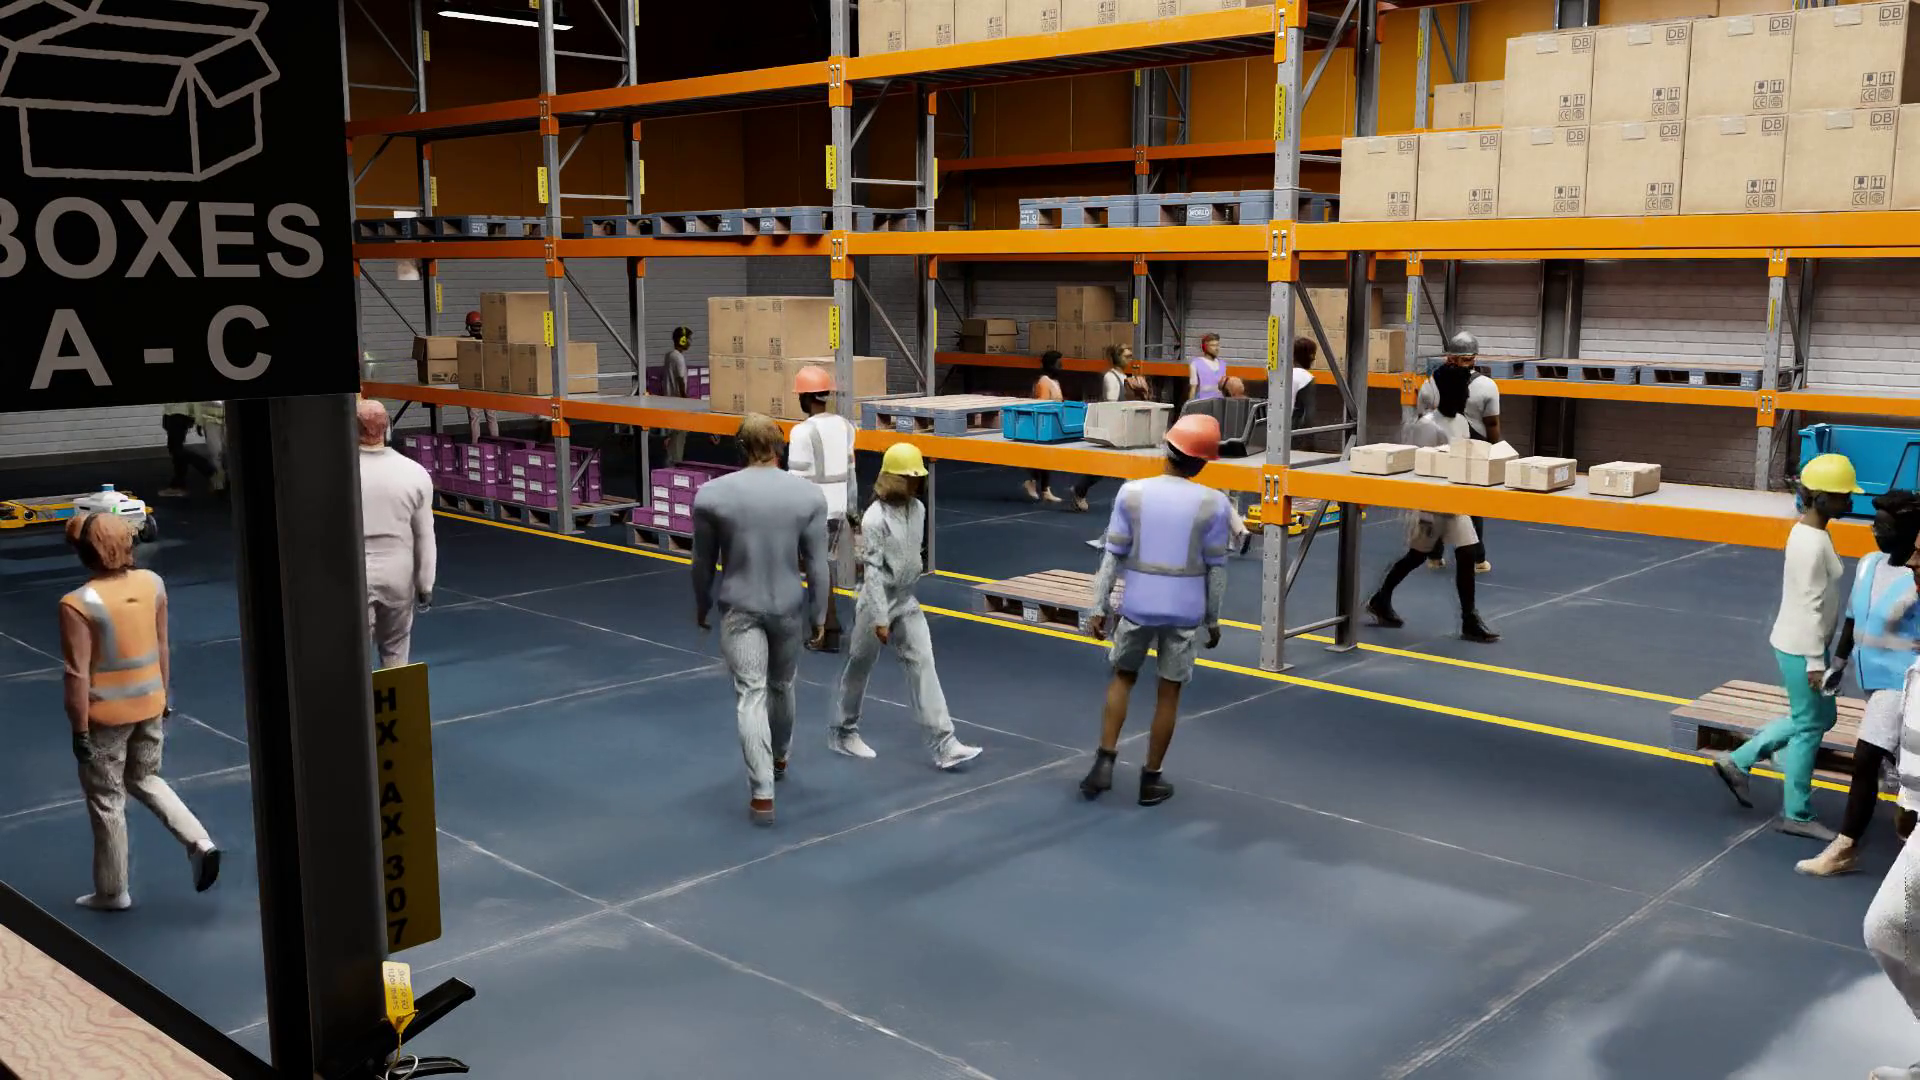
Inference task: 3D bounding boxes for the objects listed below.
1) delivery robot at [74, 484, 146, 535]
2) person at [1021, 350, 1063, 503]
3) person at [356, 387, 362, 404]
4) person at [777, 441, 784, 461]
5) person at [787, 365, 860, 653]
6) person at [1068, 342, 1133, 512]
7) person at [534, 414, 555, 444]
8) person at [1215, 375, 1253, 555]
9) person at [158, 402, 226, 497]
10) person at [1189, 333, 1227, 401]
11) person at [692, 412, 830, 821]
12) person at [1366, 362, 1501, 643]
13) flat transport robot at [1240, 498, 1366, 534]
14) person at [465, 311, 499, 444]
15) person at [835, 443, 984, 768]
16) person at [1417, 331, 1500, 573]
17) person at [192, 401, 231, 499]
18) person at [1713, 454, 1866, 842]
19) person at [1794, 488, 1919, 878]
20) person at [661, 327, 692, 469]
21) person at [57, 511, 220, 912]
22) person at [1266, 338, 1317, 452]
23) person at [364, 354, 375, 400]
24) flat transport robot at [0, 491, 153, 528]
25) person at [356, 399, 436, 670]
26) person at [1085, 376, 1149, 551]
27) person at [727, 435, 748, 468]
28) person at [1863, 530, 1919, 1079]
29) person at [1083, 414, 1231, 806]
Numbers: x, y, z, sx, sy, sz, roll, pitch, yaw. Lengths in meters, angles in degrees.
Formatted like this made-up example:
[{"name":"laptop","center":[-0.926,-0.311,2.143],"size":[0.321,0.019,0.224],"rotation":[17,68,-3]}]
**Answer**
[{"name":"delivery robot","center":[-7.911,-0.277,15.470],"size":[0.707,0.478,0.477],"rotation":[6,11,33]},{"name":"person","center":[0.952,-1.223,18.072],"size":[0.380,1.683,0.543],"rotation":[3,10,19]},{"name":"person","center":[-5.613,-0.814,14.873],"size":[0.431,1.917,0.559],"rotation":[7,12,37]},{"name":"person","center":[-1.943,-1.098,17.124],"size":[0.488,1.748,0.537],"rotation":[7,12,38]},{"name":"person","center":[-0.956,-0.204,11.135],"size":[0.523,1.916,0.586],"rotation":[7,11,36]},{"name":"person","center":[1.570,-1.146,17.238],"size":[0.852,1.822,0.521],"rotation":[5,11,30]},{"name":"person","center":[-5.091,-1.791,20.511],"size":[0.420,2.032,0.632],"rotation":[9,13,42]},{"name":"person","center":[2.459,-0.664,14.879],"size":[0.509,1.614,0.642],"rotation":[-5,10,-26]},{"name":"person","center":[-8.656,-1.443,18.573],"size":[0.710,1.973,0.631],"rotation":[-1,9,-7]},{"name":"person","center":[2.885,-1.538,19.624],"size":[0.571,1.823,0.801],"rotation":[-7,12,-38]},{"name":"person","center":[-0.953,0.331,7.985],"size":[0.633,1.887,1.011],"rotation":[-2,10,-15]},{"name":"person","center":[3.311,-0.283,11.585],"size":[0.608,1.929,0.981],"rotation":[-8,12,-41]},{"name":"flat transport robot","center":[3.385,-0.262,16.528],"size":[0.652,0.197,1.431],"rotation":[9,13,43]},{"name":"person","center":[-6.439,-2.052,22.229],"size":[0.611,1.996,0.378],"rotation":[-8,12,-40]},{"name":"person","center":[-0.311,0.342,8.482],"size":[0.936,1.682,0.493],"rotation":[7,12,38]},{"name":"person","center":[4.239,-0.744,14.076],"size":[0.683,2.000,0.538],"rotation":[6,11,33]},{"name":"person","center":[-8.242,-1.360,18.549],"size":[0.599,1.822,0.420],"rotation":[-7,12,-37]},{"name":"person","center":[3.757,0.477,7.469],"size":[0.490,1.753,0.531],"rotation":[5,11,28]},{"name":"person","center":[3.992,0.596,7.029],"size":[0.832,1.654,0.519],"rotation":[0,9,-2]},{"name":"person","center":[-3.461,-1.674,20.352],"size":[0.438,1.852,0.563],"rotation":[-5,10,-27]},{"name":"person","center":[-3.274,0.688,6.548],"size":[0.531,1.625,0.526],"rotation":[3,10,18]},{"name":"person","center":[3.337,-1.101,16.812],"size":[0.504,1.873,0.688],"rotation":[-4,10,-21]},{"name":"person","center":[-7.229,-1.601,20.078],"size":[0.548,1.805,0.664],"rotation":[-6,11,-32]},{"name":"flat transport robot","center":[-9.076,-0.321,16.894],"size":[0.652,0.197,1.431],"rotation":[9,13,43]},{"name":"person","center":[-3.092,0.202,8.772],"size":[0.646,1.883,0.839],"rotation":[-5,10,-26]},{"name":"person","center":[1.589,-0.690,15.099],"size":[0.887,1.590,0.533],"rotation":[-2,9,-9]},{"name":"person","center":[-2.569,-1.627,19.553],"size":[0.510,2.014,0.632],"rotation":[0,9,-2]},{"name":"person","center":[2.958,0.821,5.001],"size":[0.430,1.866,0.601],"rotation":[4,10,22]},{"name":"person","center":[0.952,0.342,7.914],"size":[0.663,1.888,0.399],"rotation":[3,10,17]}]
